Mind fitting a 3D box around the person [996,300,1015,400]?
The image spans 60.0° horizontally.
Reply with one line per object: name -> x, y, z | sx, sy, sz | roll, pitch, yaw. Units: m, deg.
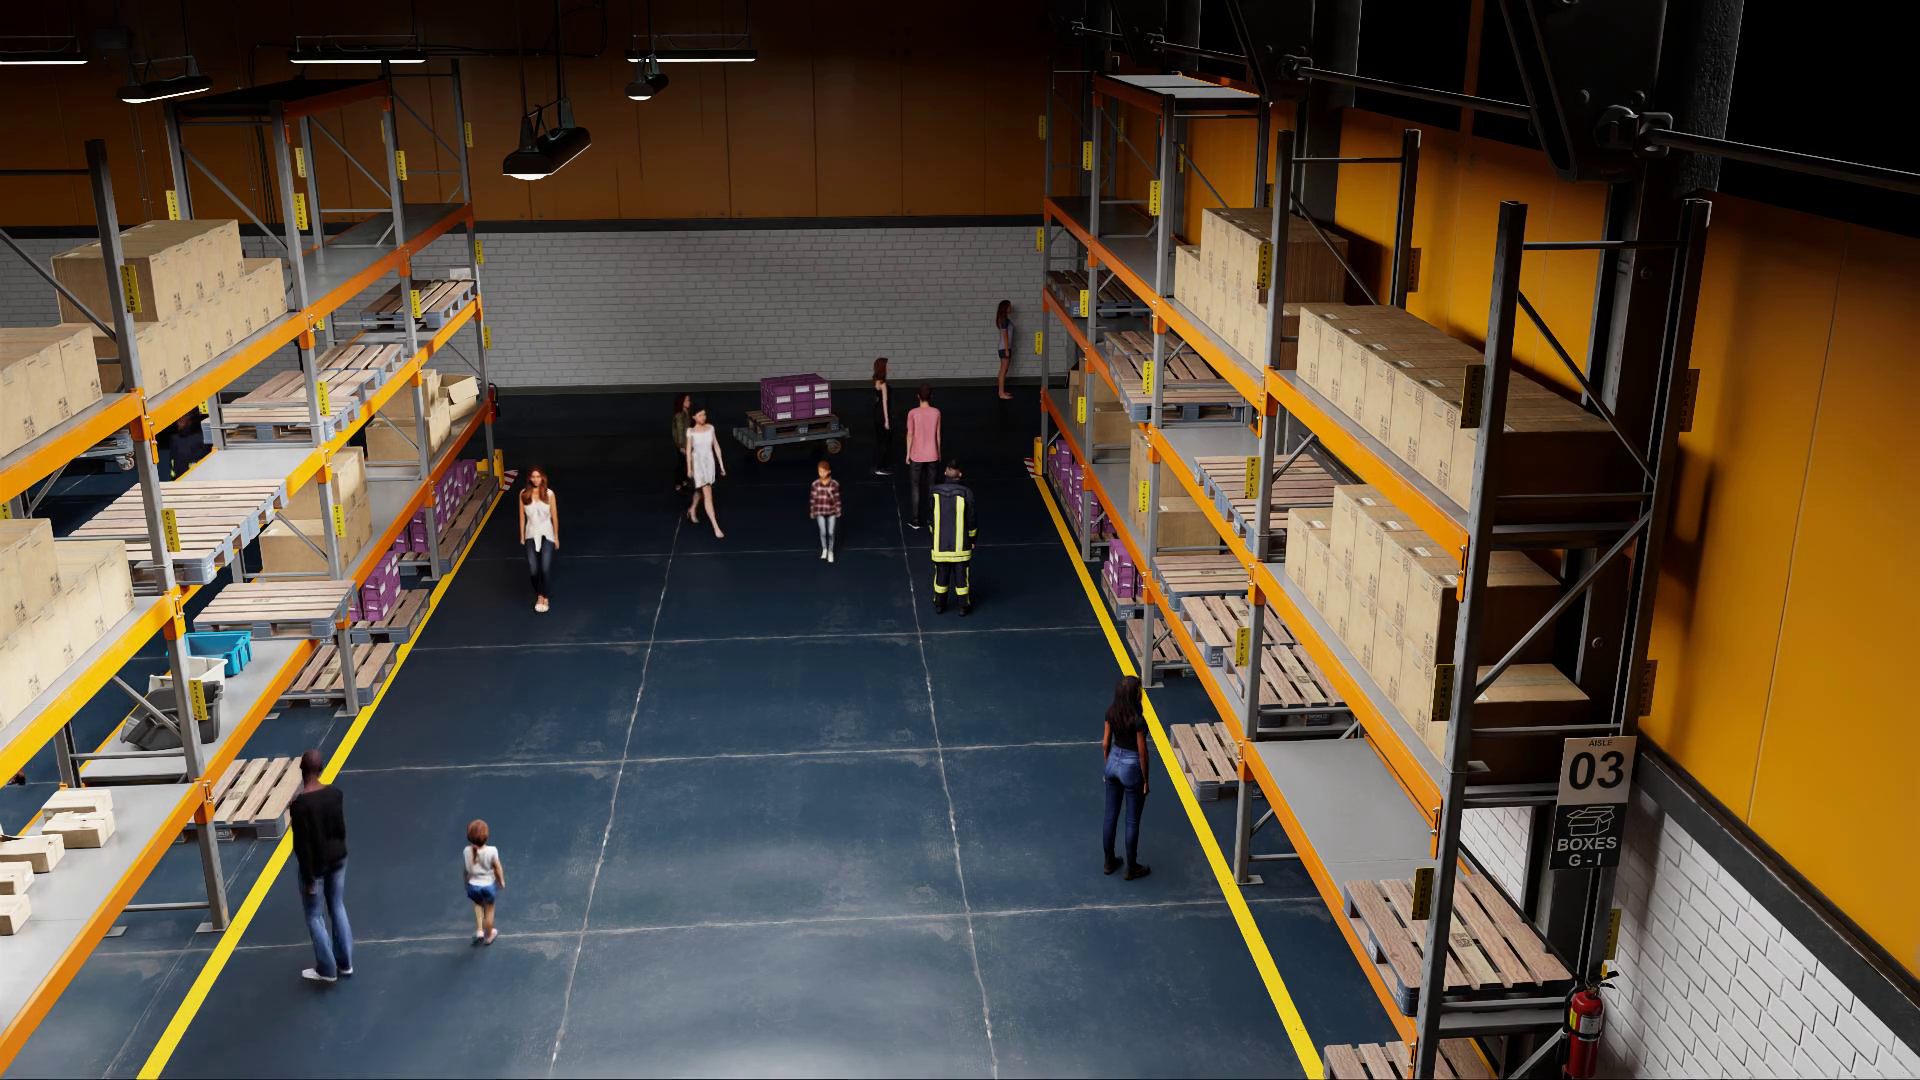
person -> 0.777, -3.361, 29.203 | 0.659, 1.732, 0.492 | 0, 19, -1

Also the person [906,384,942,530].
person -> -0.483, -1.114, 22.180 | 0.684, 1.957, 0.637 | -6, 19, -17

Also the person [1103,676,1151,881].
person -> 1.339, 1.919, 13.518 | 0.661, 1.737, 0.717 | 14, 23, 36

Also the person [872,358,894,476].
person -> -1.196, -1.848, 24.690 | 0.692, 1.744, 0.535 | -5, 19, -13

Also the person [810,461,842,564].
person -> -1.689, -0.390, 21.067 | 0.590, 1.294, 0.667 | 1, 19, 4

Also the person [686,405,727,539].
person -> -3.434, -0.921, 21.977 | 1.045, 1.720, 1.270 | -14, 23, -35

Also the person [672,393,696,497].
person -> -3.946, -1.377, 23.716 | 0.686, 1.474, 0.521 | 4, 19, 10

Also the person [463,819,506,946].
person -> -3.636, 2.611, 12.594 | 0.451, 1.014, 0.436 | 0, 19, -1

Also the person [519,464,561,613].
person -> -4.862, -0.044, 19.291 | 0.614, 1.771, 0.580 | -2, 19, -6

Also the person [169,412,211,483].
person -> -9.868, -0.812, 21.530 | 1.084, 1.798, 1.268 | 9, 20, 24

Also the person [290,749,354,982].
person -> -4.625, 2.402, 12.131 | 0.881, 1.707, 0.802 | 6, 20, 18

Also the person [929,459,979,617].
person -> -0.100, -0.044, 19.156 | 0.826, 1.857, 0.807 | 4, 19, 13
